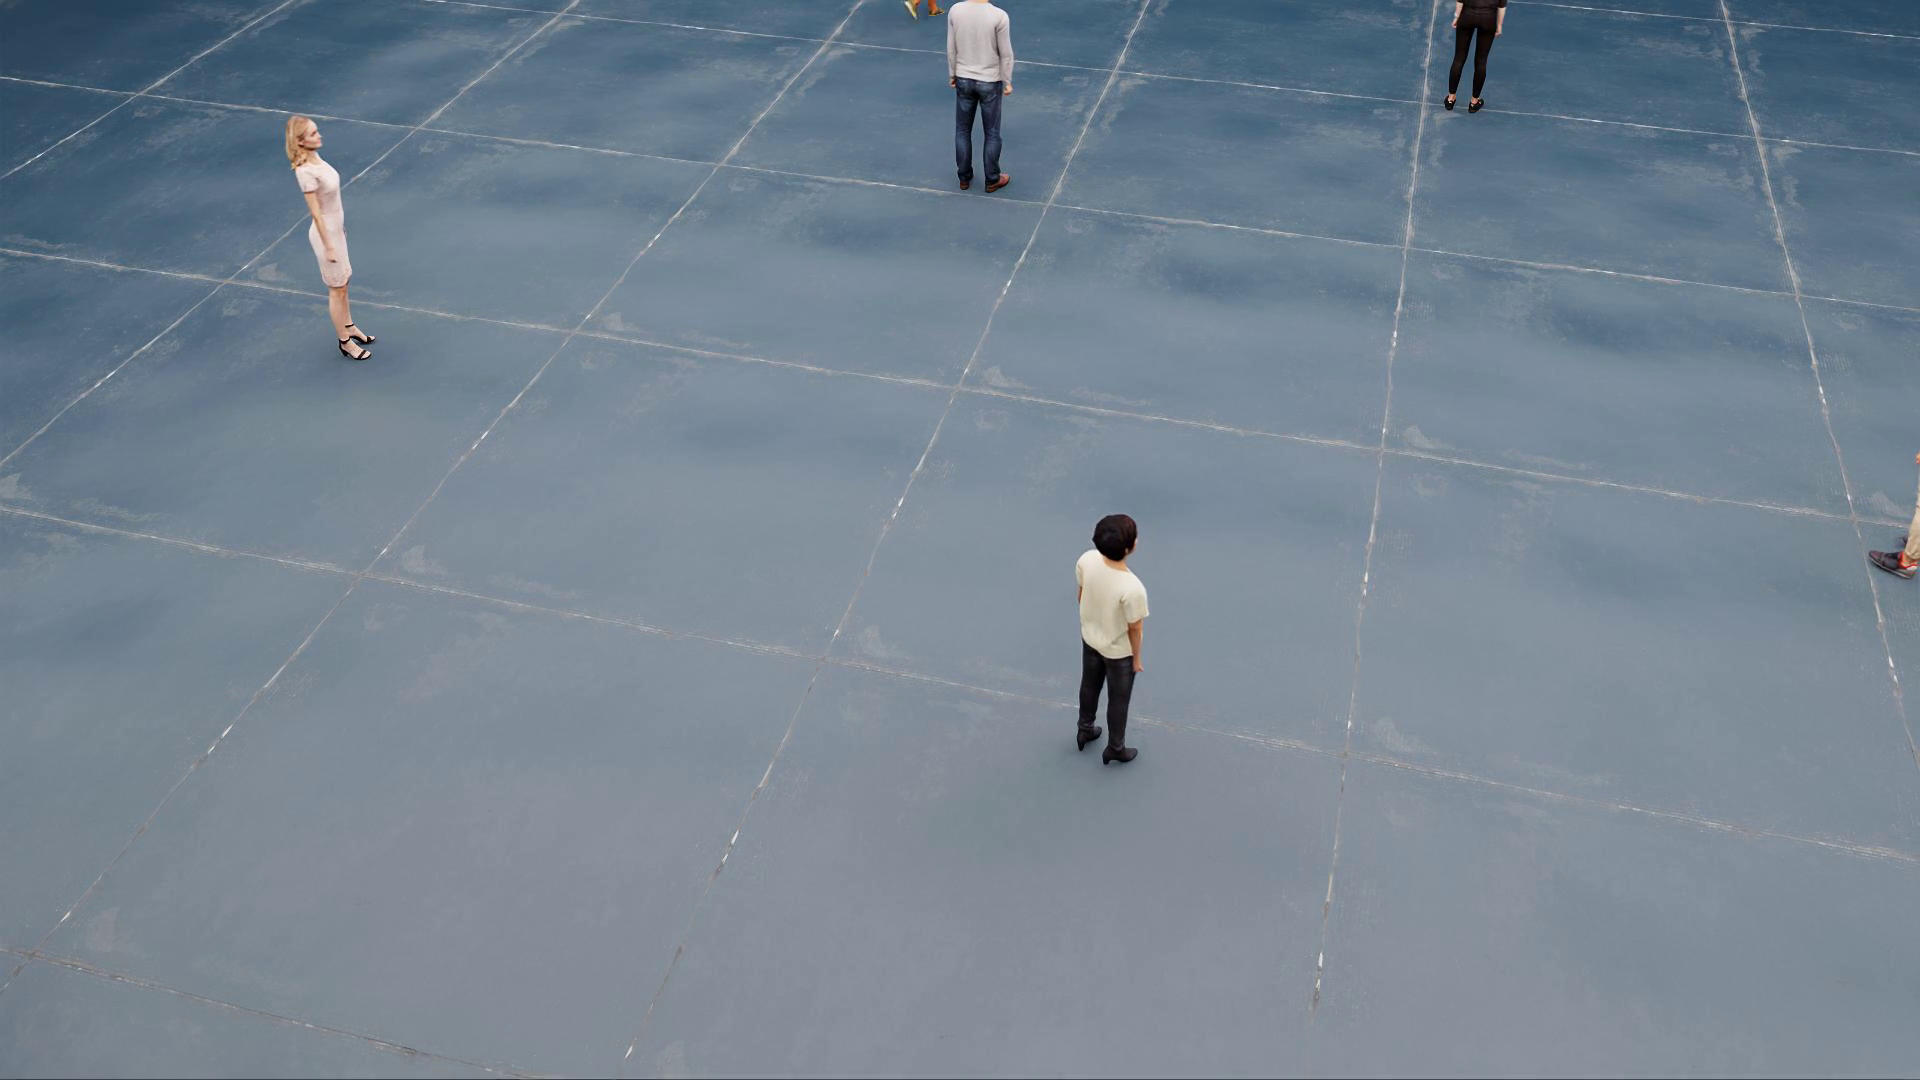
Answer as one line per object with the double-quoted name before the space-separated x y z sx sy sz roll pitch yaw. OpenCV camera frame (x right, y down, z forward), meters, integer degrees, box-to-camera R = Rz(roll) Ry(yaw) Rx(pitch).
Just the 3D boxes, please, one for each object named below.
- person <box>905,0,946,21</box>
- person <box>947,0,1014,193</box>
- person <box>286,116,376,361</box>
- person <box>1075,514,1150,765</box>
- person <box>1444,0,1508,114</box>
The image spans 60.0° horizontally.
"person" -0.352 -6.134 17.225 0.937 1.444 0.818 -29 47 -32
"person" 0.163 -3.846 13.922 0.748 1.911 0.650 14 40 17
"person" -4.491 -2.145 11.814 0.696 1.830 0.557 -4 38 -5
"person" 0.778 0.521 8.602 0.651 1.588 0.657 -31 47 -33
"person" 4.760 -4.791 15.291 0.619 1.713 0.553 14 40 17
